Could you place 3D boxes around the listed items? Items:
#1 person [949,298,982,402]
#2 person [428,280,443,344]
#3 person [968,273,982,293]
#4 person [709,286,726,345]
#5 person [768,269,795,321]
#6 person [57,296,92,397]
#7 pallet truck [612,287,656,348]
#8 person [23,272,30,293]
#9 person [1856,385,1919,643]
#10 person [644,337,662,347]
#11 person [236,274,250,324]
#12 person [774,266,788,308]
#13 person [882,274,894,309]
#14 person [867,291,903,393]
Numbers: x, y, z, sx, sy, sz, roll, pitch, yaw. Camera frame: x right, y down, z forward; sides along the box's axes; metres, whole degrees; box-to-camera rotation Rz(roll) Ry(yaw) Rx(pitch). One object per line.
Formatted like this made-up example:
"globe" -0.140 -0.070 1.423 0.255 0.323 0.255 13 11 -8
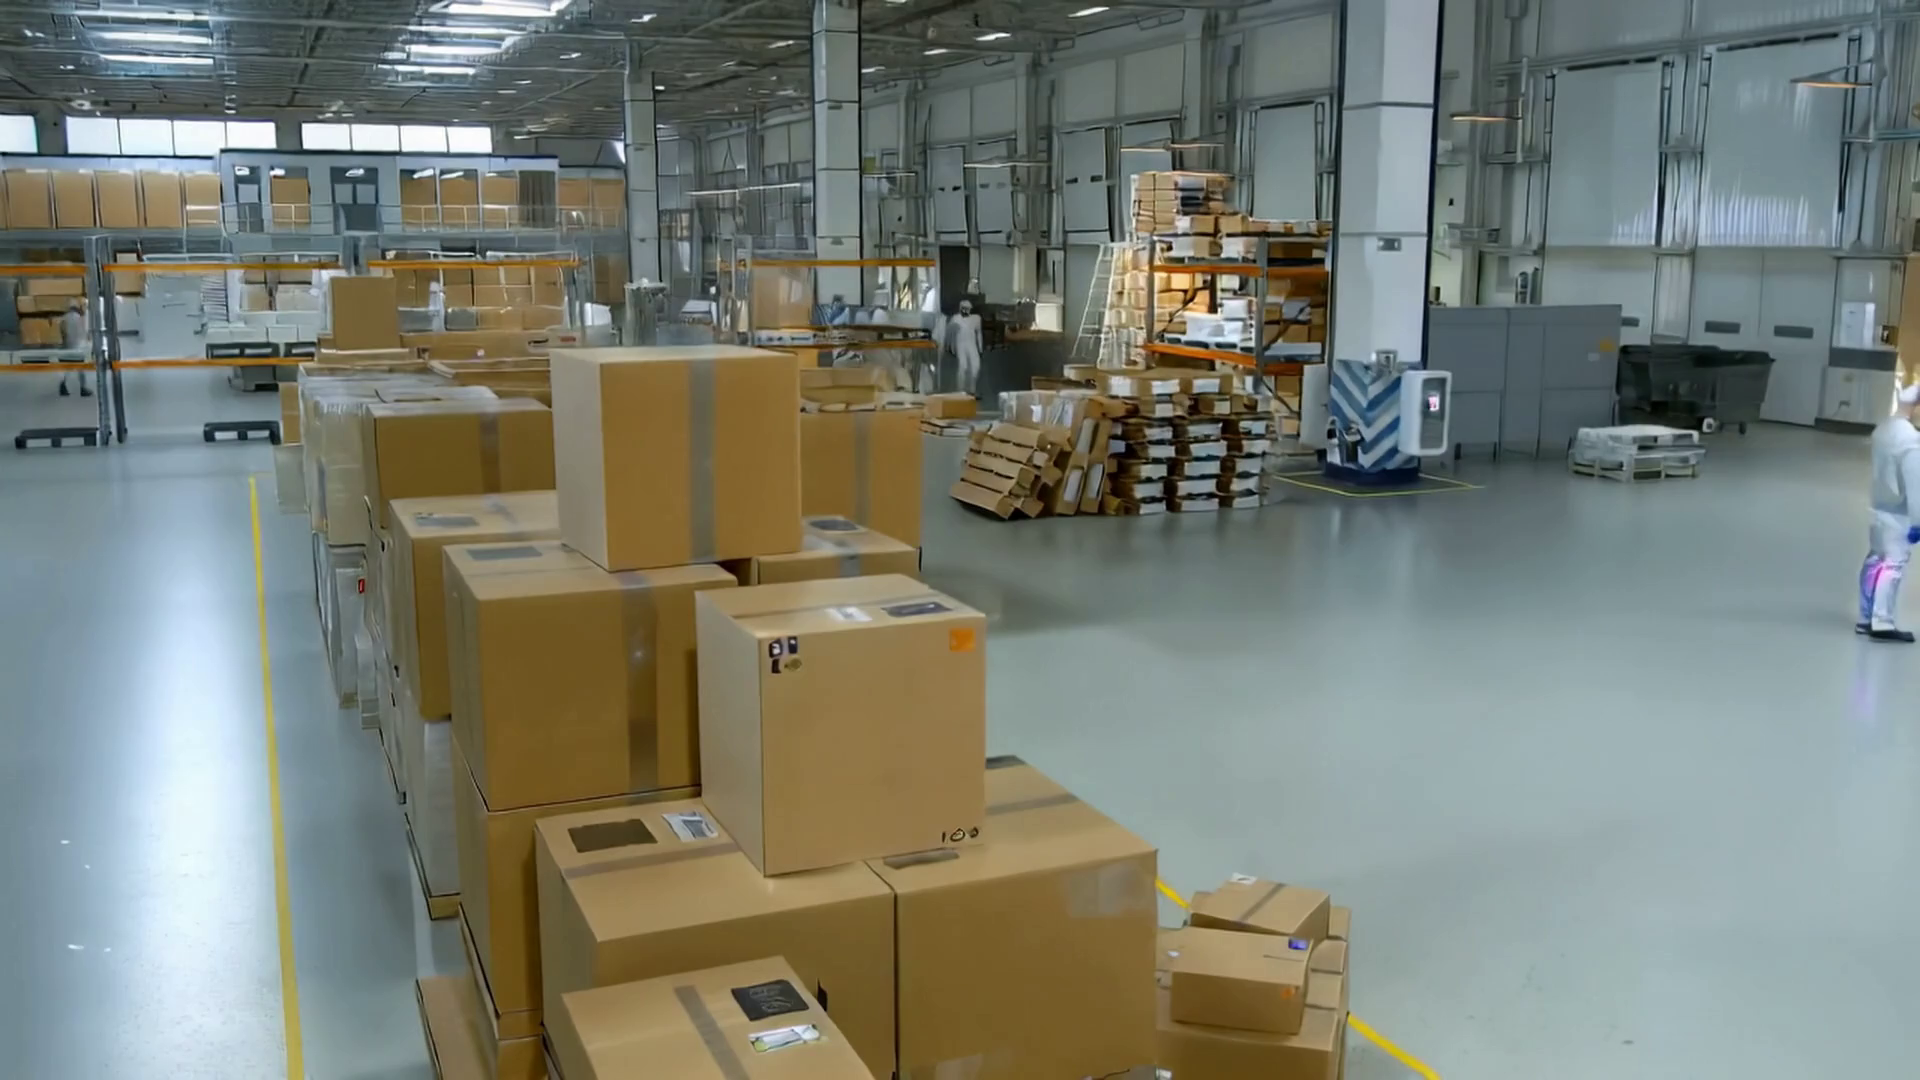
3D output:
"person" 0.139 -3.452 30.376 0.652 1.911 0.652 -4 11 -21
"person" -14.047 -6.009 44.586 0.350 1.878 0.568 -8 13 -39
"person" 0.460 -7.649 53.626 0.512 1.873 0.328 -5 11 -25
"person" -5.548 -4.836 37.969 0.366 1.926 0.593 3 11 15
"person" -6.446 -8.870 60.281 0.993 1.903 0.610 -5 11 -25
"person" -16.763 -3.642 31.419 0.550 1.920 0.671 1 10 8
"pallet truck" -6.464 -4.406 35.401 0.823 1.965 1.885 6 12 32
"person" -32.178 -8.290 57.236 0.849 1.857 0.613 0 10 2
"person" 6.966 -0.192 12.379 0.384 1.930 0.634 0 10 1
"person" -3.669 -1.541 20.090 0.636 1.823 0.578 3 11 14
"person" -21.770 -7.143 50.703 0.569 1.921 0.550 0 10 2
"person" -7.777 -10.972 72.049 0.662 1.826 0.511 -8 13 -38
"person" -2.089 -7.013 49.910 0.933 1.962 0.624 6 12 29
"person" -1.442 -3.871 32.337 0.588 2.000 0.703 -1 10 -5
